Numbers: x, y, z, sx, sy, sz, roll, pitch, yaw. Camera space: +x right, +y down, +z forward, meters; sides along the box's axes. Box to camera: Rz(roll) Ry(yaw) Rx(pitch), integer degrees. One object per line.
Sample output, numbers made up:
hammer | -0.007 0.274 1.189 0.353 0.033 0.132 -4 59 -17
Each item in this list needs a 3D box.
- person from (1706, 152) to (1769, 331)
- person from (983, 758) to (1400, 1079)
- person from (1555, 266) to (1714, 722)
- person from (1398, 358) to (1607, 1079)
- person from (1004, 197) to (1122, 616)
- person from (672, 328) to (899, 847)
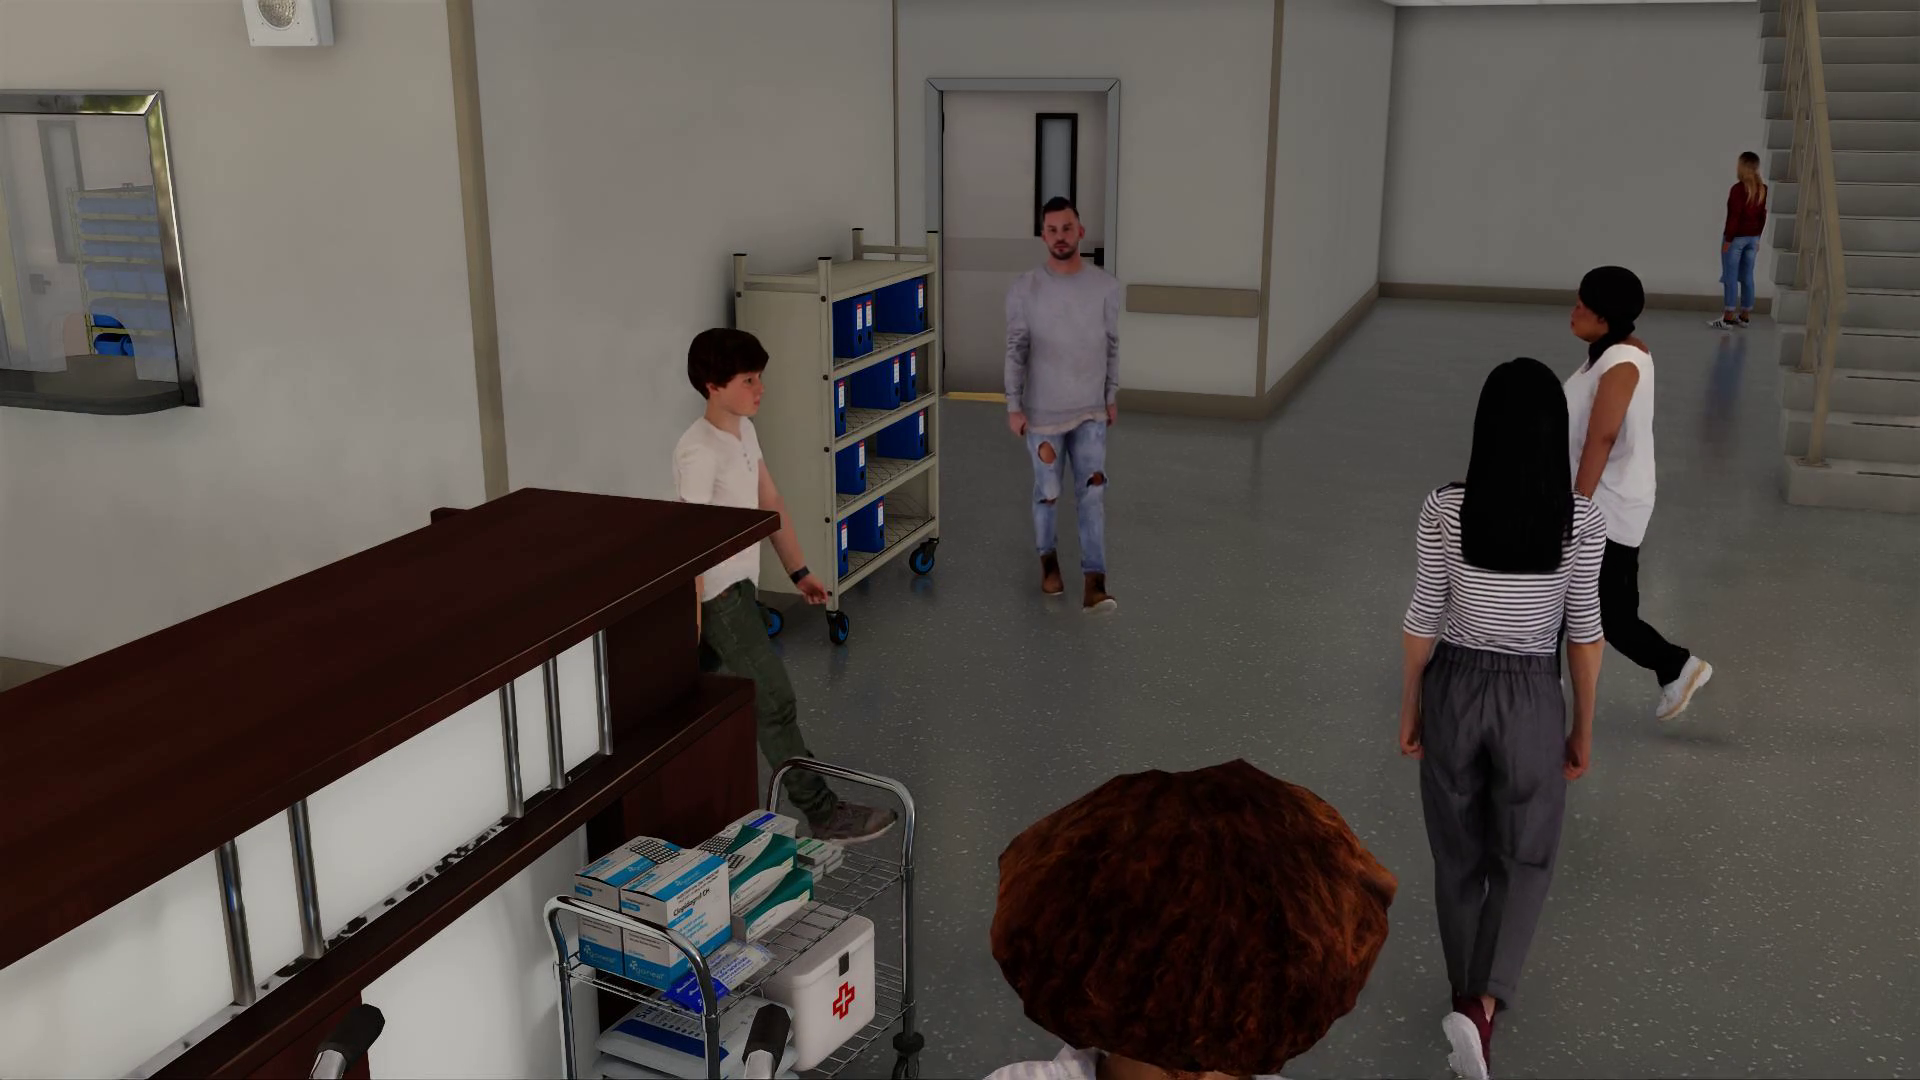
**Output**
person | 7.303 -2.800 15.554 0.670 1.634 0.731 -7 17 -24
person | 0.181 1.087 1.690 0.860 1.676 1.157 1 16 3
person | 2.387 -0.134 6.041 0.702 1.664 0.915 6 17 20
person | 1.223 0.455 3.857 0.606 1.716 0.958 6 17 21
person | 0.440 -0.597 7.436 1.000 1.798 1.208 -2 16 -7
person | -0.796 0.197 4.978 0.856 1.604 1.153 1 16 4
